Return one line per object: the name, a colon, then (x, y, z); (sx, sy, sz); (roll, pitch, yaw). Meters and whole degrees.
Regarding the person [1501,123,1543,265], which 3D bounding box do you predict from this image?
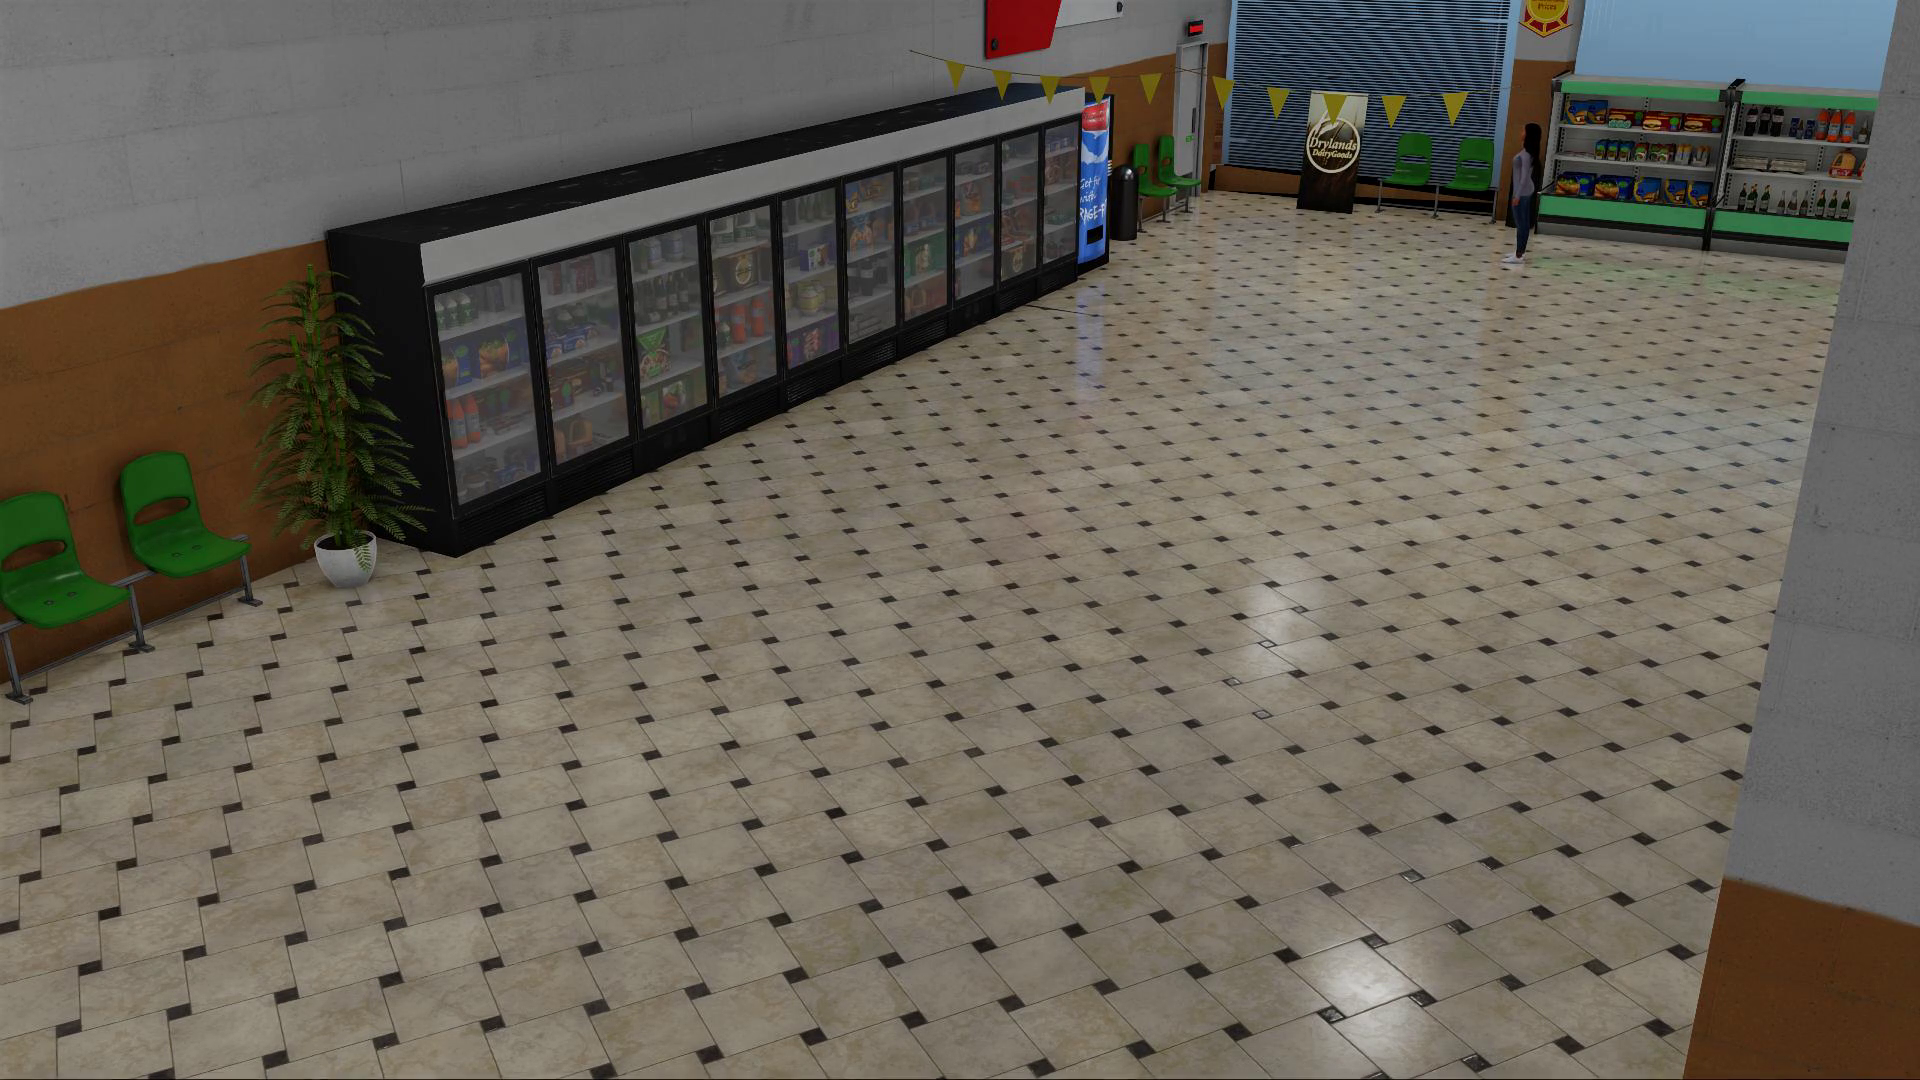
person: (7.116, -4.371, 20.966); (0.507, 1.735, 0.596); (12, 25, 28)
